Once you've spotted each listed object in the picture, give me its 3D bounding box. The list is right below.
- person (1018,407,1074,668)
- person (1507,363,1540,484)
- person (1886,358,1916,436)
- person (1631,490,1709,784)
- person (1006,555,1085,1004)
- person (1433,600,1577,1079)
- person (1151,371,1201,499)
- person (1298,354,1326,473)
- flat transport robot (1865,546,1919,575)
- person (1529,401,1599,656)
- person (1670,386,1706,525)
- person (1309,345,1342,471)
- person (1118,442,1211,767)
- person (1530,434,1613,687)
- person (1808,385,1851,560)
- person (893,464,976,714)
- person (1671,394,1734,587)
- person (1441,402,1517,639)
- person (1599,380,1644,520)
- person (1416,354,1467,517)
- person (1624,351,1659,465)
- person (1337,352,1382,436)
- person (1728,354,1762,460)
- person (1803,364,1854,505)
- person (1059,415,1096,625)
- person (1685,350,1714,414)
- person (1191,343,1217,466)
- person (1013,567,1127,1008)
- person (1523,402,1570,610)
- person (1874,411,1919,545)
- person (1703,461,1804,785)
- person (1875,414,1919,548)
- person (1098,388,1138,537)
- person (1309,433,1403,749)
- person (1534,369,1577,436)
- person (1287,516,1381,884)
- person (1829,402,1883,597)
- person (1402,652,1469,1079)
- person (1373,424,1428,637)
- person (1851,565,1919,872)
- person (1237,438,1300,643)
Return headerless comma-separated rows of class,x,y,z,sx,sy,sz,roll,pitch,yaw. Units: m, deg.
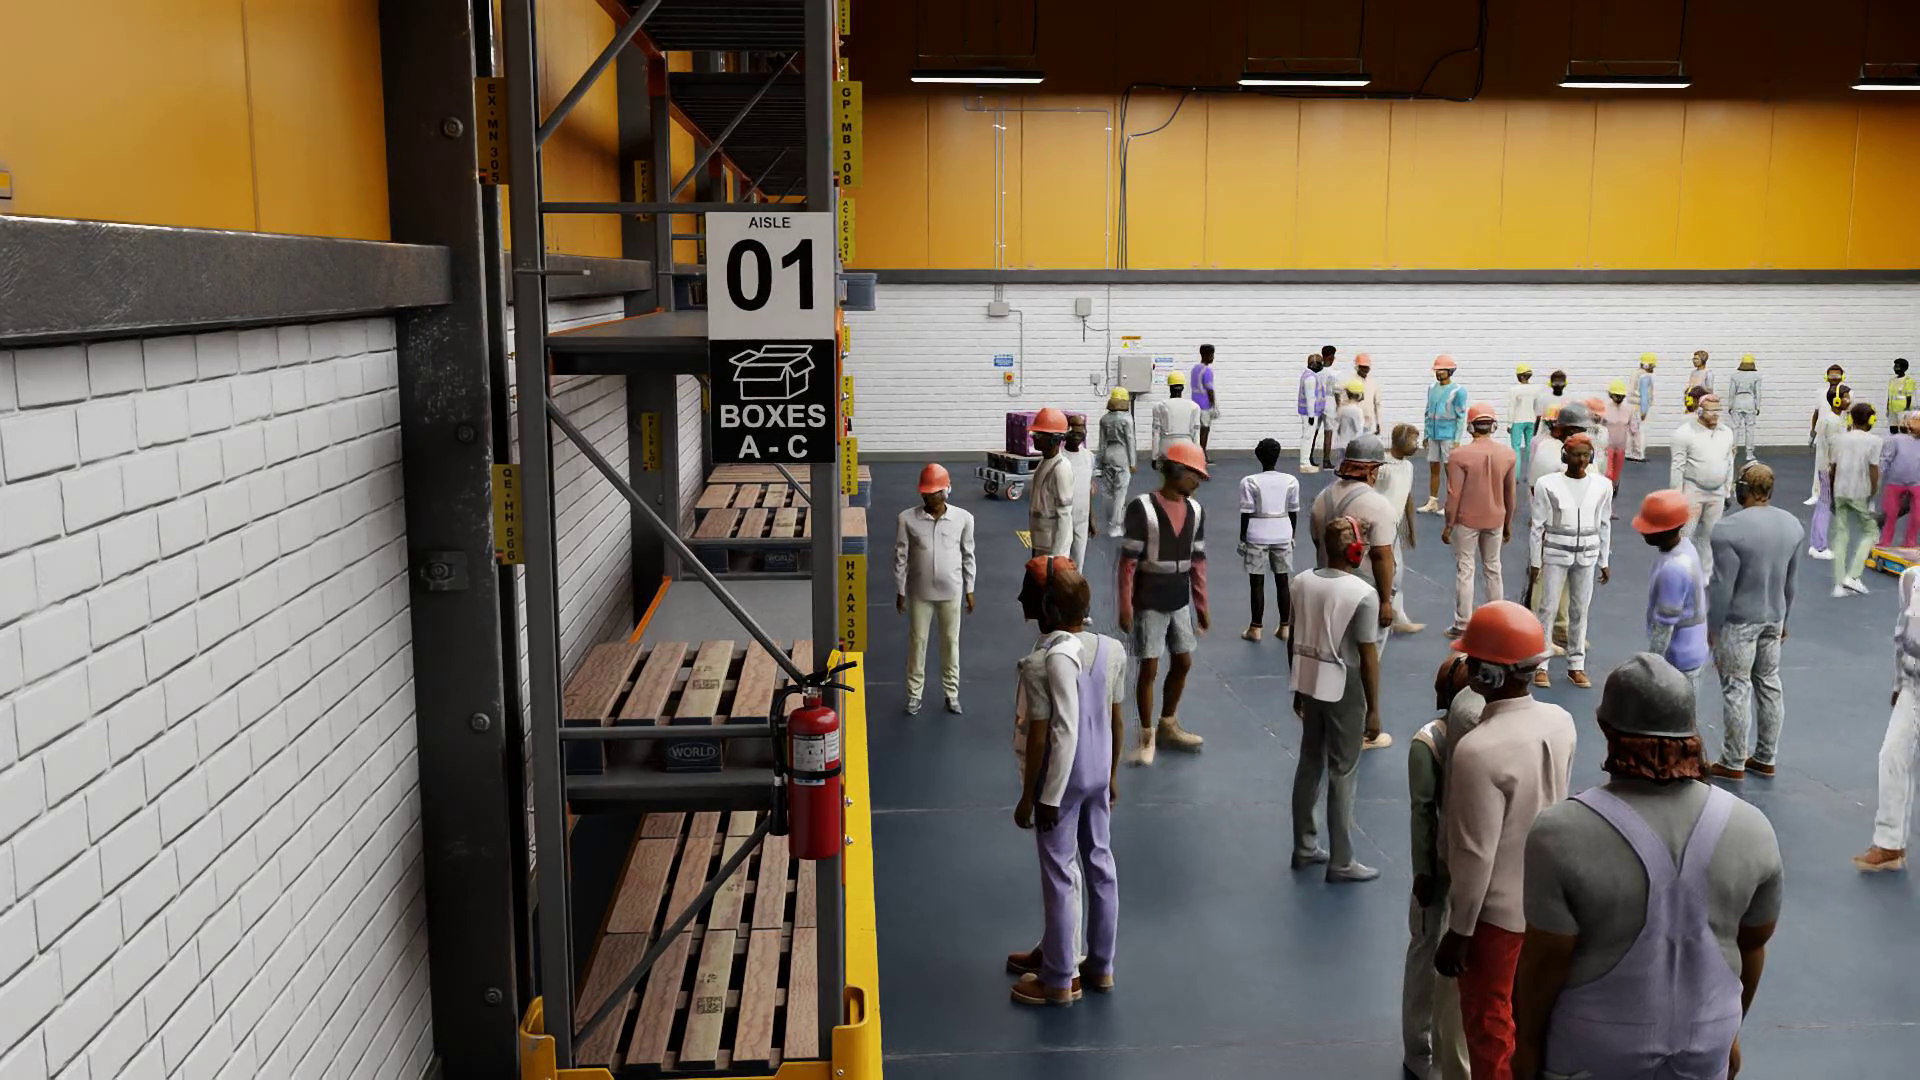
person,0.664,0.019,12.576,0.365,2.048,0.608,-2,9,-13
person,8.212,-1.702,24.288,0.523,1.760,0.334,-3,9,-17
person,15.336,-2.125,27.162,0.322,1.689,0.530,-2,9,-11
person,3.903,0.634,9.250,0.712,1.875,0.629,3,10,19
person,0.379,0.992,6.984,0.352,1.883,0.579,0,9,0
person,1.759,1.180,5.441,0.610,1.997,0.380,-8,12,-42
person,2.521,-1.019,19.515,0.582,1.919,0.398,-2,9,-12
person,5.414,-1.947,25.605,0.430,1.835,0.628,2,9,11
flat transport robot,9.673,0.260,16.620,0.652,0.197,1.431,1,9,5
person,4.893,-0.099,13.339,0.688,2.000,0.536,-7,12,-38
person,8.030,-0.755,18.096,0.542,1.839,0.734,-3,10,-21
person,5.677,-2.059,25.923,0.606,1.958,0.379,9,13,44
person,1.265,0.396,10.380,0.714,1.998,0.413,-5,11,-31
person,4.486,0.154,12.240,0.583,1.882,0.337,0,9,3
person,9.336,-0.726,17.808,0.329,1.873,0.516,3,10,19
person,-0.173,0.340,11.492,0.573,1.746,0.337,-1,9,-4
person,7.160,-0.454,16.026,0.635,1.899,0.401,-2,9,-10
person,4.300,-0.149,13.825,0.625,1.982,0.398,-2,9,-10
person,8.155,-1.107,20.637,0.544,1.733,0.809,-1,9,-8
person,6.074,-1.317,20.973,0.381,2.045,0.605,-6,11,-32
person,10.944,-2.125,26.749,0.431,1.819,0.694,1,9,4
person,5.650,-1.697,23.646,0.628,1.967,0.907,-2,9,-12
person,12.939,-2.195,27.434,0.492,1.741,0.318,6,11,32
person,11.405,-1.366,21.812,0.317,1.876,0.531,-7,12,-39
person,0.953,-0.160,14.343,0.507,1.842,0.339,-6,11,-32
person,11.759,-2.100,26.512,0.336,1.845,0.514,-2,9,-14
person,3.887,-2.162,26.550,0.362,1.962,0.618,-3,9,-16
person,0.457,1.020,6.925,0.507,1.846,0.344,-6,11,-33
person,5.392,-0.271,14.820,0.726,1.907,0.568,6,11,33
person,10.482,-0.790,18.206,0.784,1.888,0.602,2,9,14
person,4.704,0.495,9.932,0.629,1.939,0.374,-3,10,-19
person,9.942,-0.557,17.568,0.636,1.609,0.322,4,10,26
person,1.822,-0.892,19.417,0.489,1.745,0.587,9,12,43
person,2.594,0.312,10.758,0.535,2.000,0.679,-4,10,-26
person,7.690,-1.306,21.564,0.523,1.843,0.815,2,9,14
person,1.863,0.795,8.345,0.373,1.840,0.570,-6,11,-31
person,8.435,-0.377,15.705,0.473,1.838,0.530,-6,11,-33
person,1.871,1.225,6.280,0.517,1.641,0.308,-7,11,-37
person,3.637,-0.083,14.053,0.563,1.789,0.834,-9,13,-44
person,4.857,0.790,8.327,0.856,1.851,0.610,-5,10,-27
person,2.547,0.002,13.772,0.537,1.697,0.320,-2,9,-12
